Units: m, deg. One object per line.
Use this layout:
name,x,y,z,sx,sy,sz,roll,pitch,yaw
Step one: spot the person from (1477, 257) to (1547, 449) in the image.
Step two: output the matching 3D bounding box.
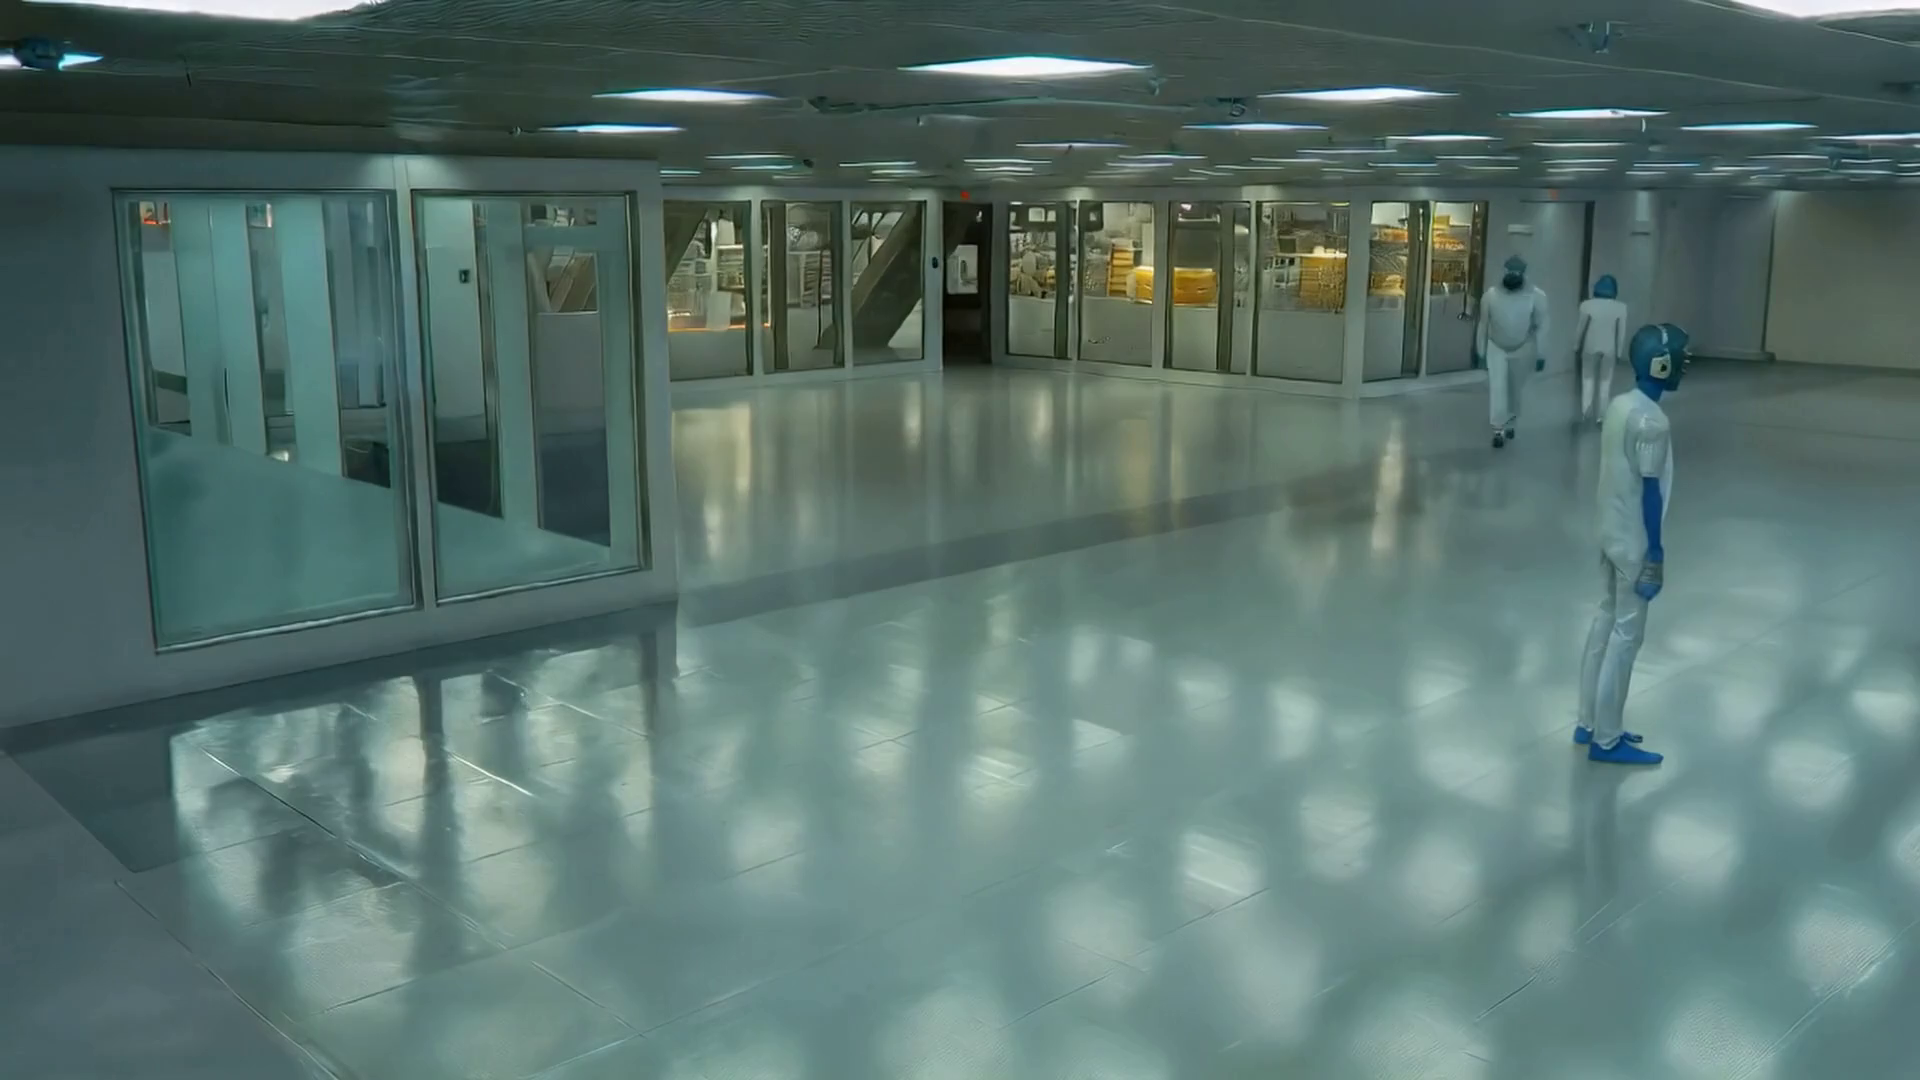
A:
person,5.442,-1.859,16.430,0.653,1.857,1.025,4,12,17

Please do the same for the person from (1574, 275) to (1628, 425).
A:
person,6.875,-2.032,17.863,0.522,1.616,0.417,4,12,17

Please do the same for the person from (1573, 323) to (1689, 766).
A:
person,2.830,0.023,6.992,0.328,1.861,0.502,0,11,-1
